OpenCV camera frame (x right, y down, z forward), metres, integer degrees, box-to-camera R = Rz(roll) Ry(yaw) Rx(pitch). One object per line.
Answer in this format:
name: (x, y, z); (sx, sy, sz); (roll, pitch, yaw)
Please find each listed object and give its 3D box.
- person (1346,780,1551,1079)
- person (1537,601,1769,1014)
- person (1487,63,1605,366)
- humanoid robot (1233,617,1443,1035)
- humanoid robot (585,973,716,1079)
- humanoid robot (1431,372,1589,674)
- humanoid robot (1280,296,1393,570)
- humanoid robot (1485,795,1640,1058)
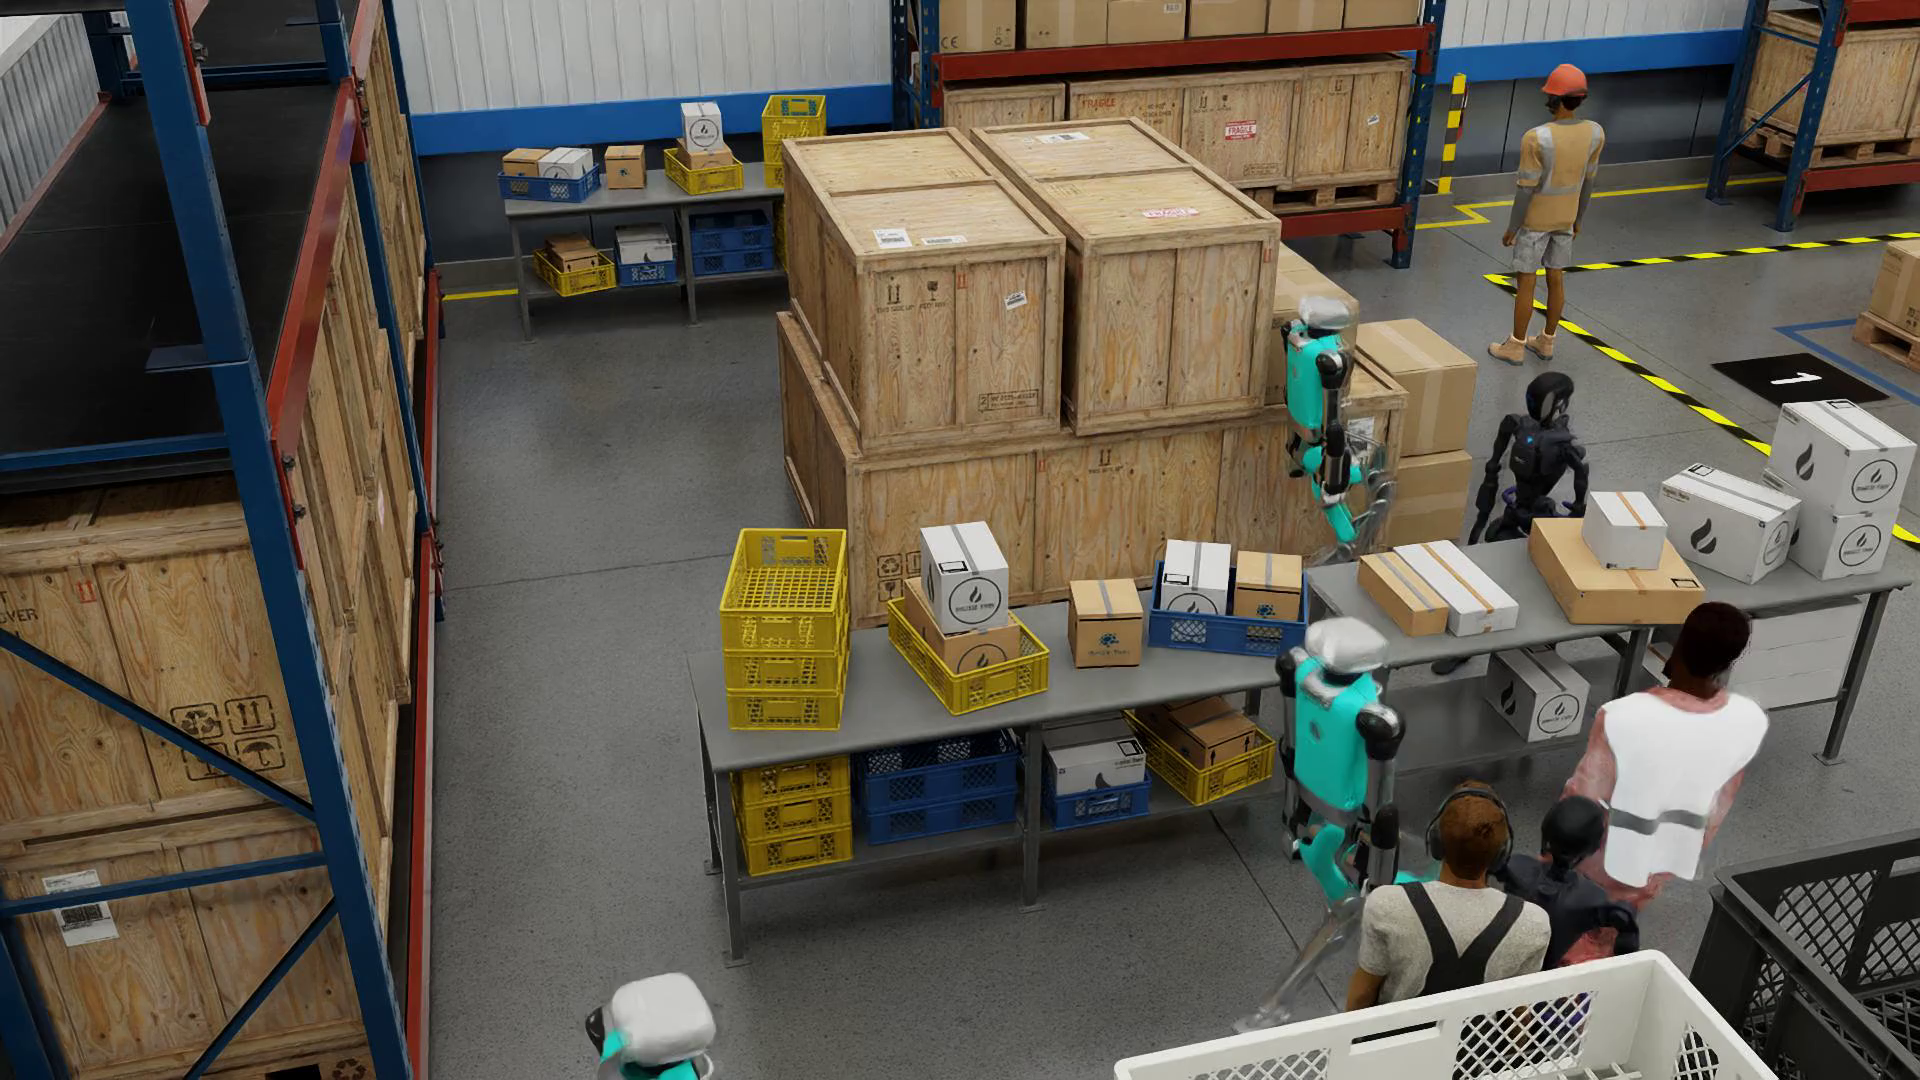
person: (1.355, 1.482, 4.805); (0.508, 1.838, 0.339); (3, 29, 5)
person: (2.249, 1.045, 5.558); (0.656, 1.874, 0.595); (-7, 30, -12)
person: (3.948, -2.173, 11.224); (0.605, 2.045, 0.368); (-9, 30, -17)
humanoid robot: (1.445, 1.014, 5.782); (0.844, 1.789, 0.543); (-15, 32, -26)
humanoid robot: (-0.531, 1.774, 4.388); (0.799, 1.793, 0.536); (-19, 34, -31)
humanoid robot: (2.645, -0.028, 7.752); (0.512, 1.638, 0.612); (-16, 33, -27)
humanoid robot: (1.961, -0.404, 8.370); (1.023, 1.758, 0.542); (-8, 30, -13)
humanoid robot: (1.729, 1.420, 5.080); (0.586, 1.653, 0.425); (19, 34, 31)
